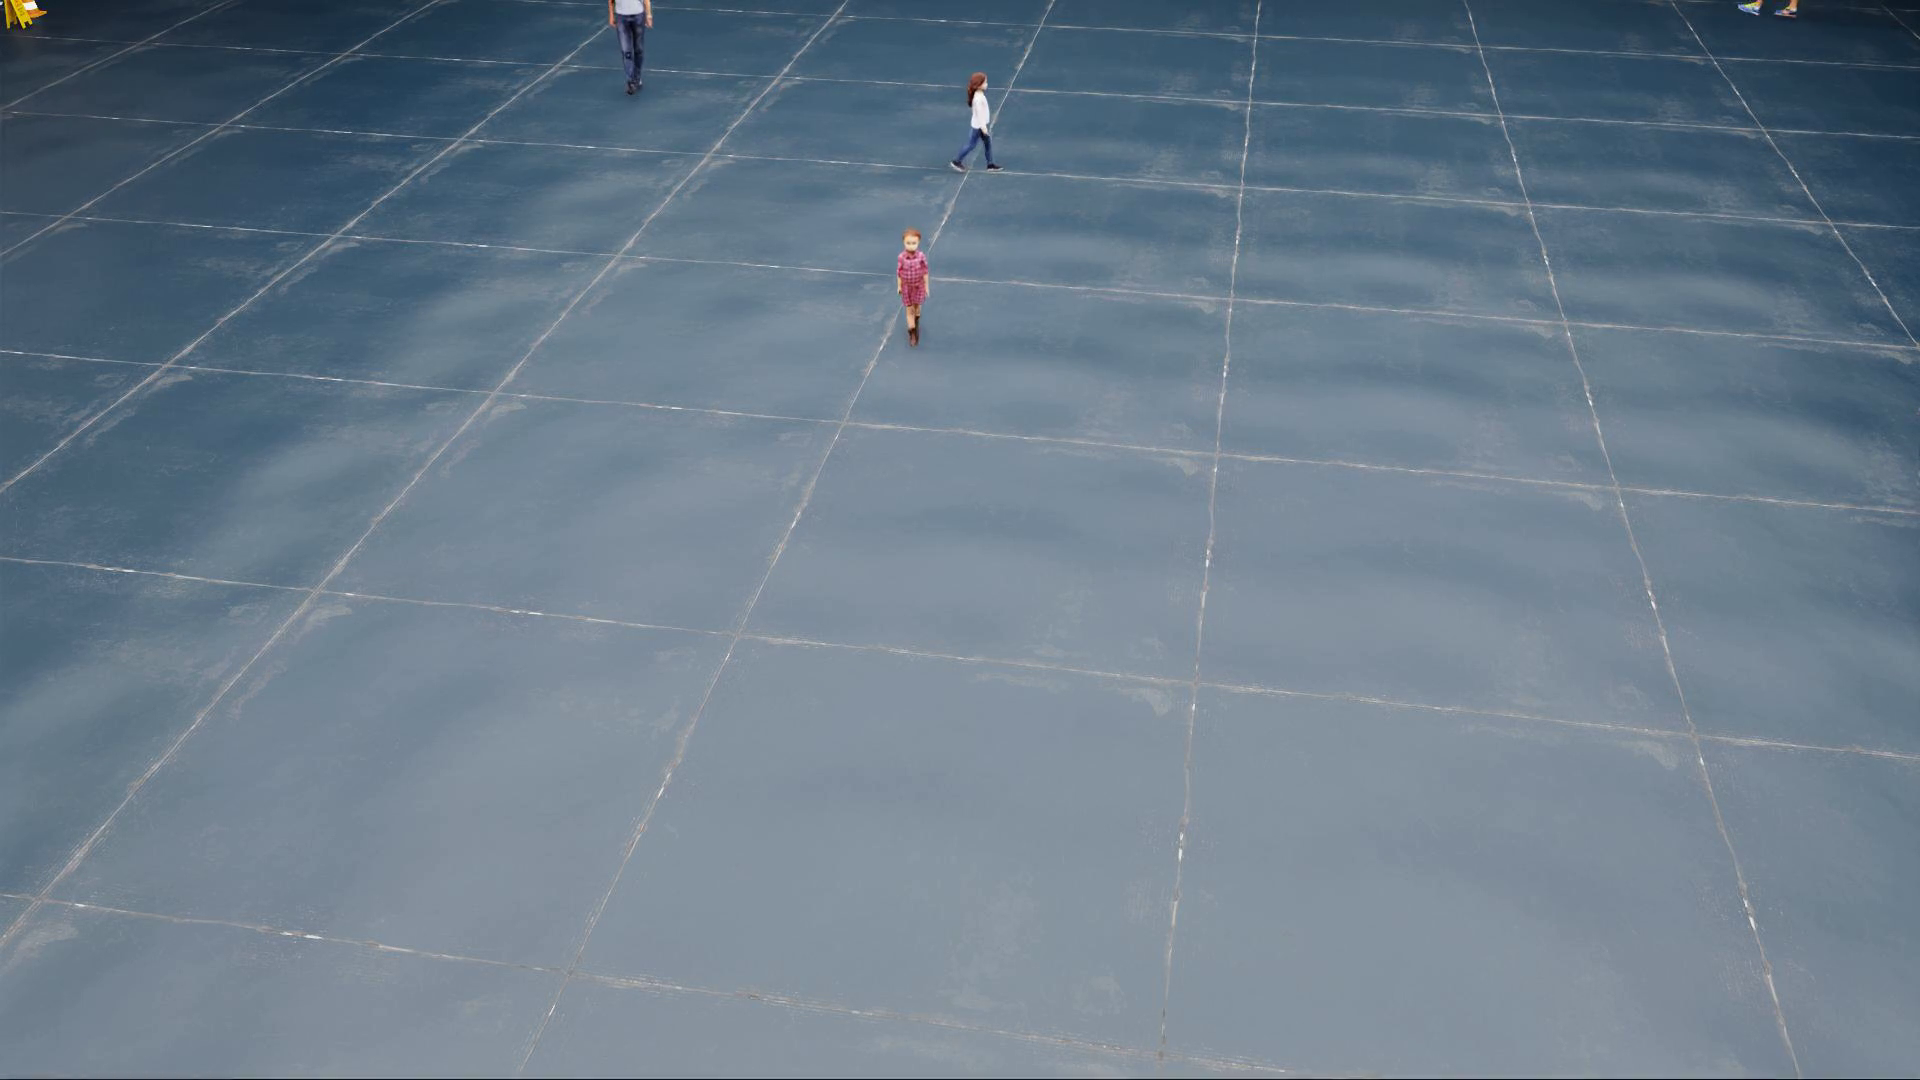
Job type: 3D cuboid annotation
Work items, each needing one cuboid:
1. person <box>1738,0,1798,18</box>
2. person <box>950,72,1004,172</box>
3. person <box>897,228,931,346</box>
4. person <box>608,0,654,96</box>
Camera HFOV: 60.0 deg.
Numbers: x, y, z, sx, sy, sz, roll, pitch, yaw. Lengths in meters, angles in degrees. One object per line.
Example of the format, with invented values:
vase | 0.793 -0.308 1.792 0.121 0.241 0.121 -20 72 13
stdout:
person | 11.754 -8.242 23.287 1.073 1.834 0.752 12 34 18
person | 0.152 -4.530 18.099 0.786 1.090 0.442 6 33 9
person | -0.400 -2.252 14.576 0.696 0.998 0.585 -1 32 -2
person | -4.061 -6.453 20.453 1.120 1.832 0.993 -6 33 -9
